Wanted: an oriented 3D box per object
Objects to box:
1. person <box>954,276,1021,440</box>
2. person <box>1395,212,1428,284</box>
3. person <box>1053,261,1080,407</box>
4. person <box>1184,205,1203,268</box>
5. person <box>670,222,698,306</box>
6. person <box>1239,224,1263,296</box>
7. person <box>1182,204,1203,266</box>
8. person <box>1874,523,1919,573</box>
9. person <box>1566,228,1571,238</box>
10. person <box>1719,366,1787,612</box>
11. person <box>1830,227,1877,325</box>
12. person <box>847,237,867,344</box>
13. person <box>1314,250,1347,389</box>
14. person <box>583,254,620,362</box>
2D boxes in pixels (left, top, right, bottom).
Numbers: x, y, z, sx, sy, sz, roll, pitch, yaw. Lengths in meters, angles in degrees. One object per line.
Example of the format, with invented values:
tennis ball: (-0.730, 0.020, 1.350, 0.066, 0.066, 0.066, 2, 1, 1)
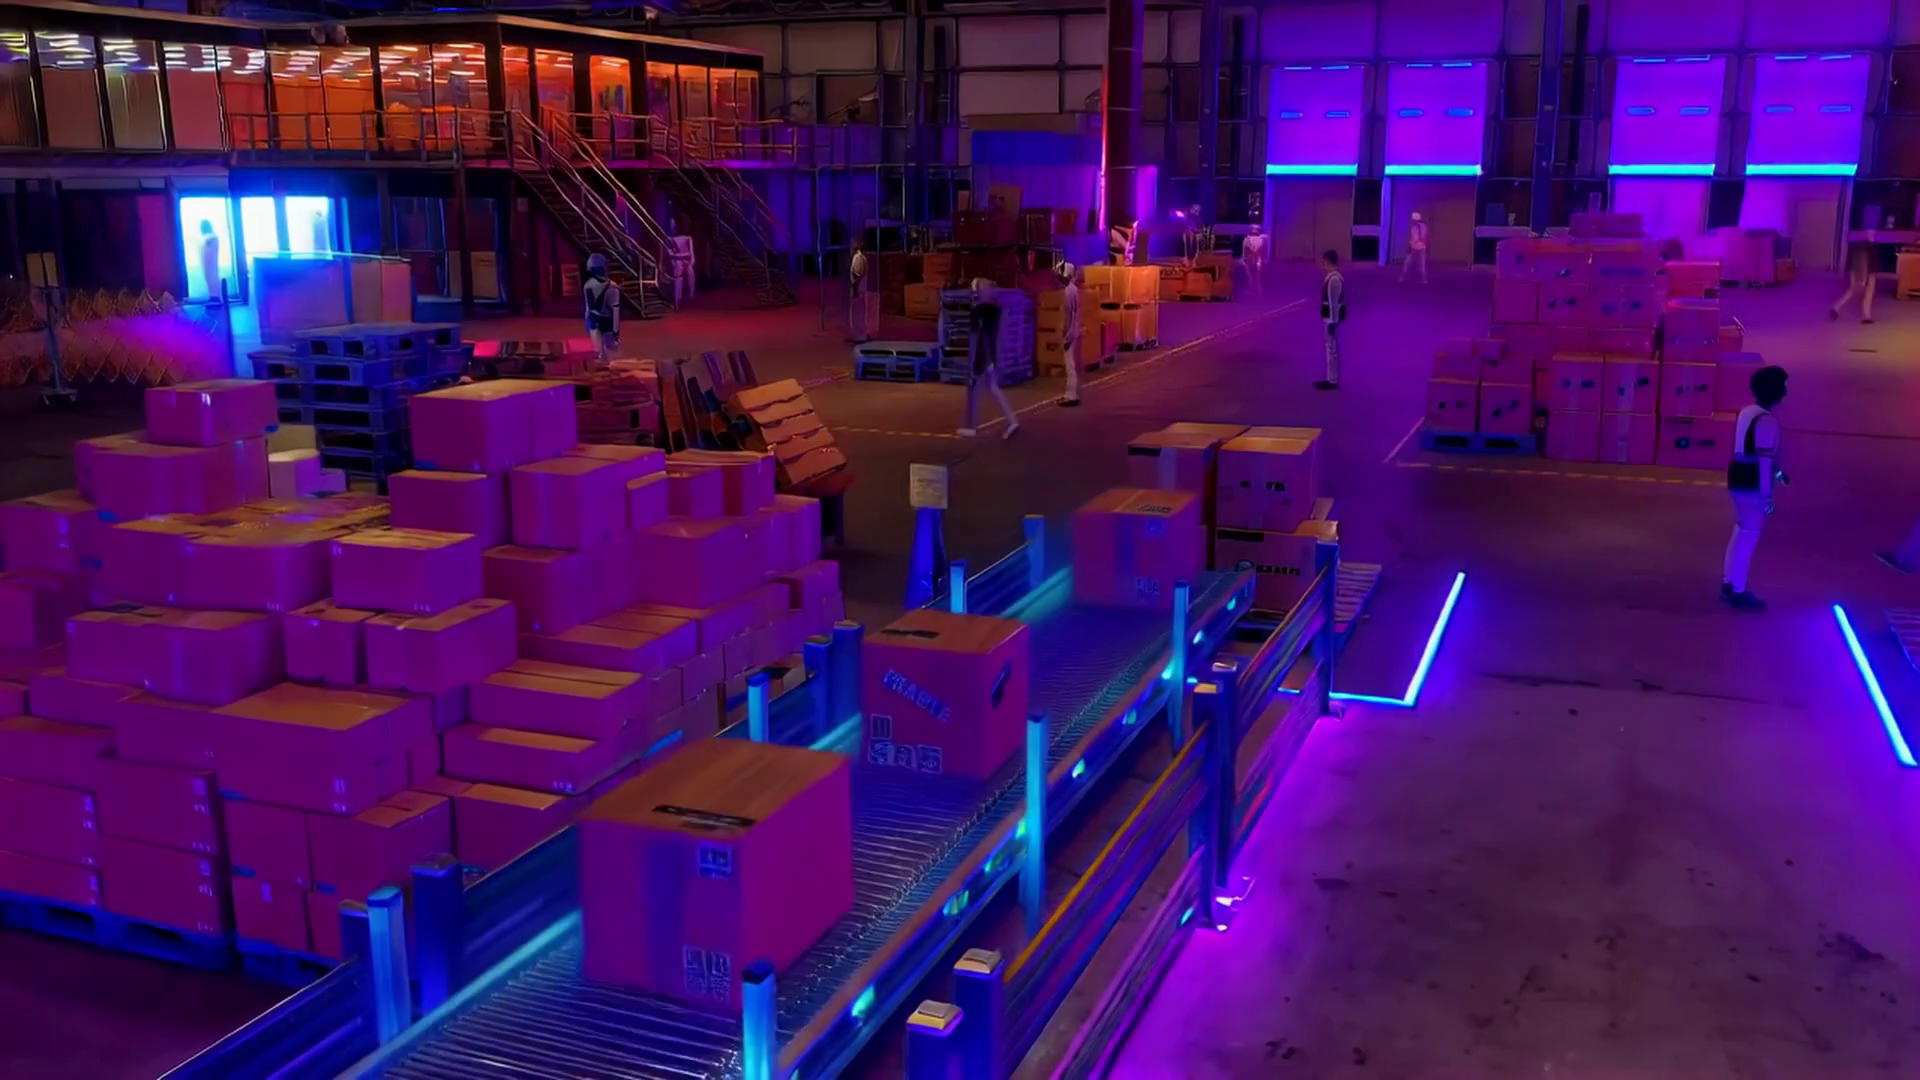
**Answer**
person: (0.313, -2.037, 18.681, 0.897, 1.839, 0.536, 12, 17, 43)
person: (12.135, -7.775, 44.317, 0.621, 1.890, 1.023, -7, 15, -30)
person: (1.366, -2.625, 21.262, 0.328, 1.865, 0.521, 0, 13, 2)
person: (7.138, -9.268, 50.914, 0.584, 1.928, 0.367, -3, 13, -14)
person: (-6.156, -6.184, 37.230, 0.593, 1.857, 0.767, 3, 13, 14)
person: (7.050, -6.769, 40.231, 0.503, 1.695, 0.922, -5, 13, -20)
person: (7.379, -9.499, 51.924, 1.042, 1.935, 0.651, 7, 15, 30)
person: (7.311, -0.533, 12.204, 0.532, 1.724, 0.900, -6, 14, -26)
person: (16.041, -7.491, 43.138, 0.634, 1.842, 0.429, 11, 16, 40)
person: (5.483, -0.359, 11.497, 0.319, 1.693, 0.536, 2, 13, 11)
person: (17.537, -5.146, 32.469, 0.834, 1.918, 0.641, -3, 13, -11)
person: (-1.801, -4.333, 28.962, 0.334, 1.845, 0.513, 2, 13, 9)
person: (5.149, -3.038, 23.004, 0.395, 1.913, 0.590, 2, 13, 7)
person: (-4.713, -2.782, 21.833, 0.541, 1.928, 0.398, 5, 14, 22)
